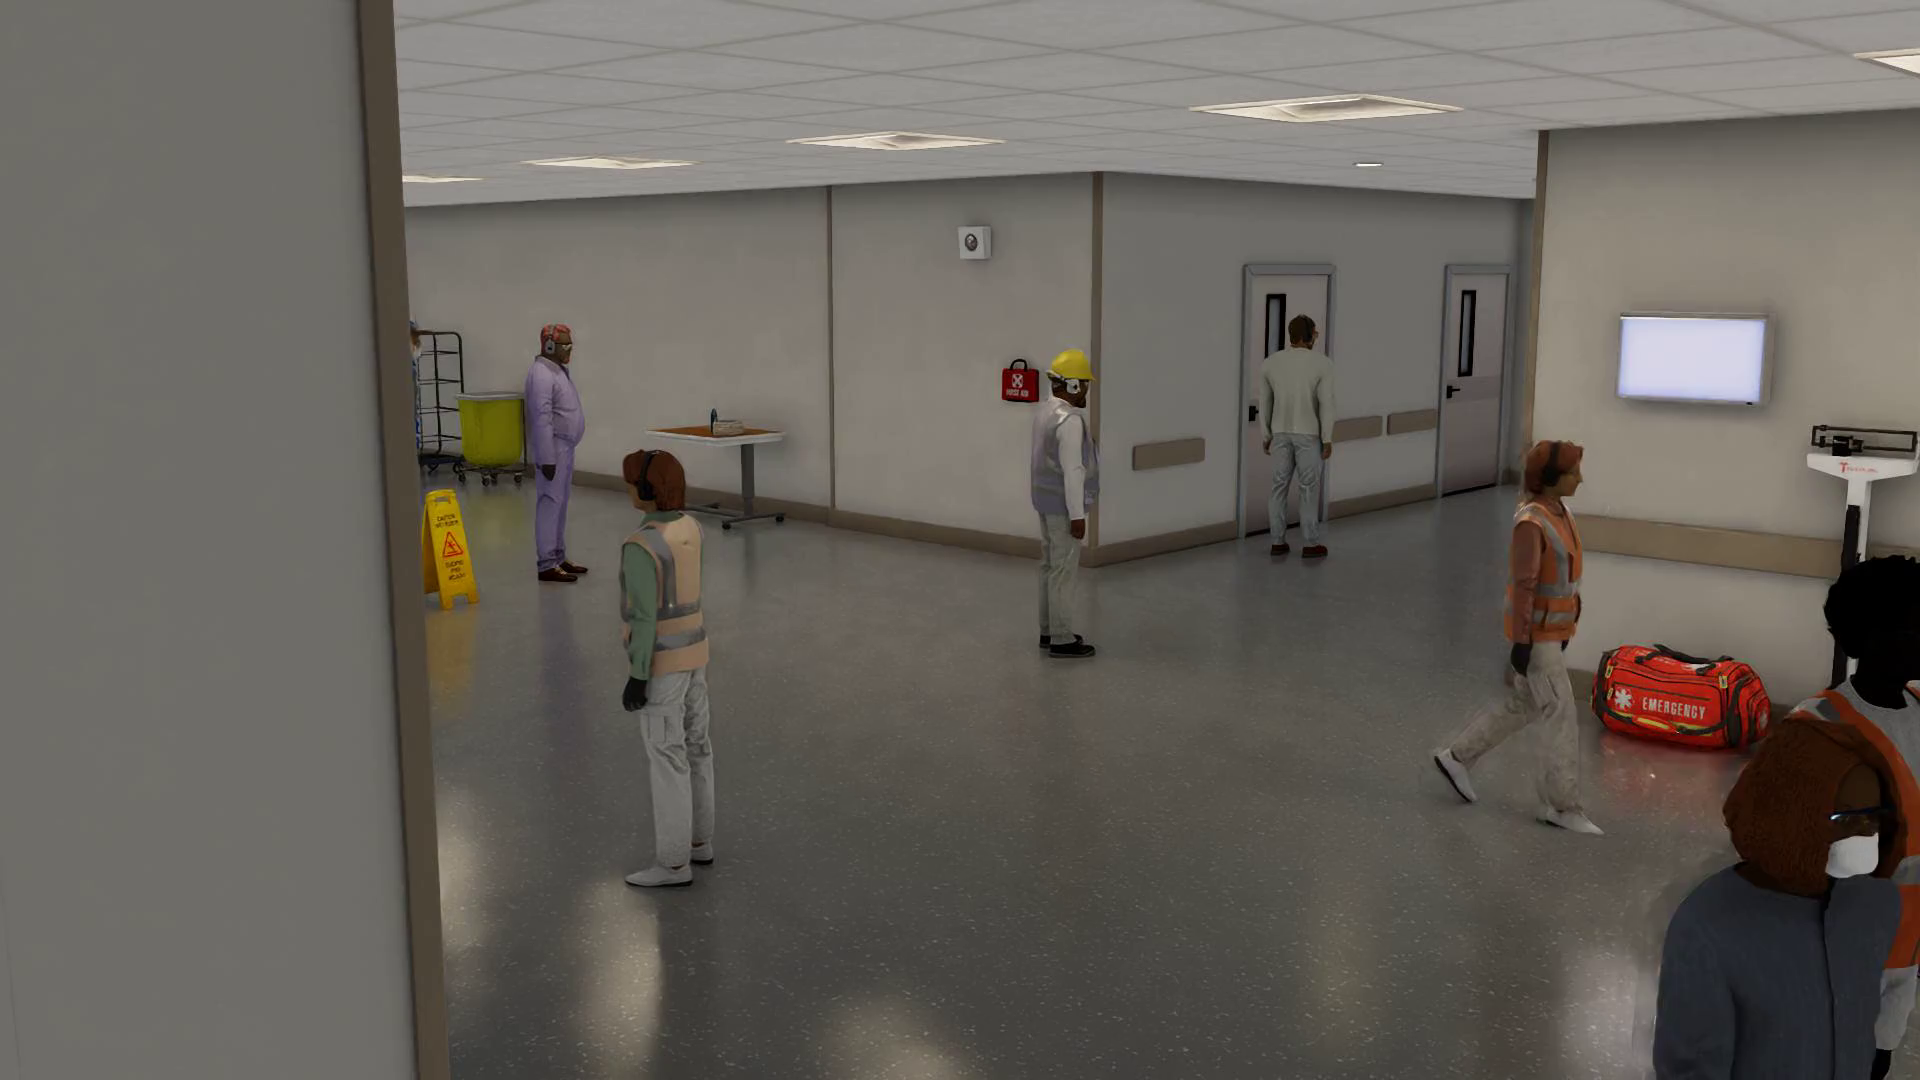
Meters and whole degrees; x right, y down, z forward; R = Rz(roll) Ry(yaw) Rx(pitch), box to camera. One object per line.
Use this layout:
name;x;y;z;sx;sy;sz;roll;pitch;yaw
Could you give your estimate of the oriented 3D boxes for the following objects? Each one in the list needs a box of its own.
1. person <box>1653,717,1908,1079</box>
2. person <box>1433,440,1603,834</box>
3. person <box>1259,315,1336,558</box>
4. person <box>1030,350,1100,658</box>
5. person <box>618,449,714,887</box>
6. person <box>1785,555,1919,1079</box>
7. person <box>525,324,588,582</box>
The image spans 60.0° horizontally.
person;1.312;1.050;2.831;0.508;1.600;0.806;-3;10;-20
person;2.360;0.384;6.931;0.737;1.628;0.524;6;11;32
person;2.686;-0.822;13.273;0.629;1.937;0.378;6;11;34
person;0.624;-0.212;9.894;0.403;1.824;0.590;-2;10;-14
person;-1.099;0.477;6.212;0.315;1.640;0.514;3;10;16
person;1.953;0.870;3.626;0.535;1.698;0.318;-6;11;-31
person;-2.975;-0.646;12.317;0.403;1.900;0.646;0;9;-3
